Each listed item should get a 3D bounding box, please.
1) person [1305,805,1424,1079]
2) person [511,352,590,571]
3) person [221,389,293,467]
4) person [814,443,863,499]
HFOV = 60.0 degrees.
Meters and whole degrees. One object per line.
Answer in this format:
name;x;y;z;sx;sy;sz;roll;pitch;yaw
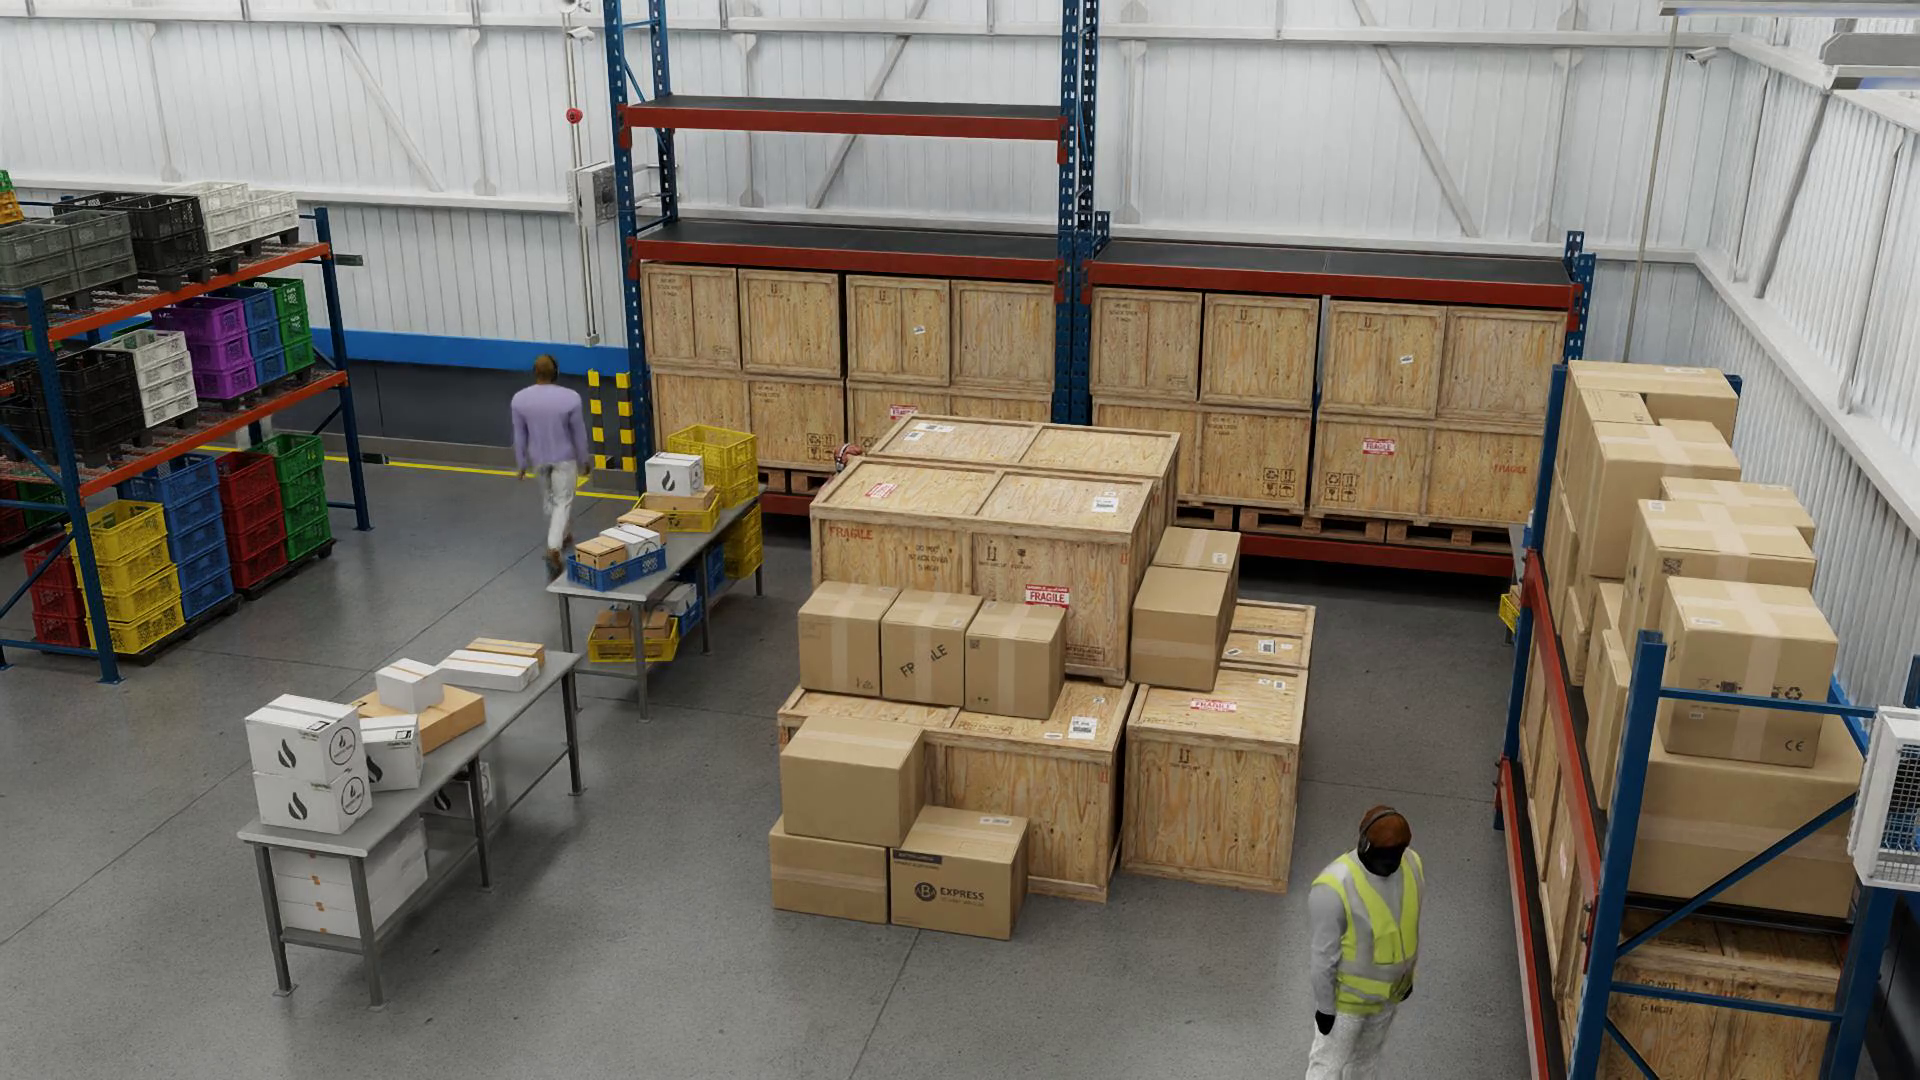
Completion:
person;1.835;2.025;7.533;0.621;1.840;0.430;-13;25;-31
person;-3.586;-0.704;14.576;0.627;1.904;0.949;2;21;5
person;-7.050;-1.438;16.580;0.372;1.858;0.758;17;27;38
person;-0.810;0.192;12.252;0.397;1.899;0.644;12;24;28
